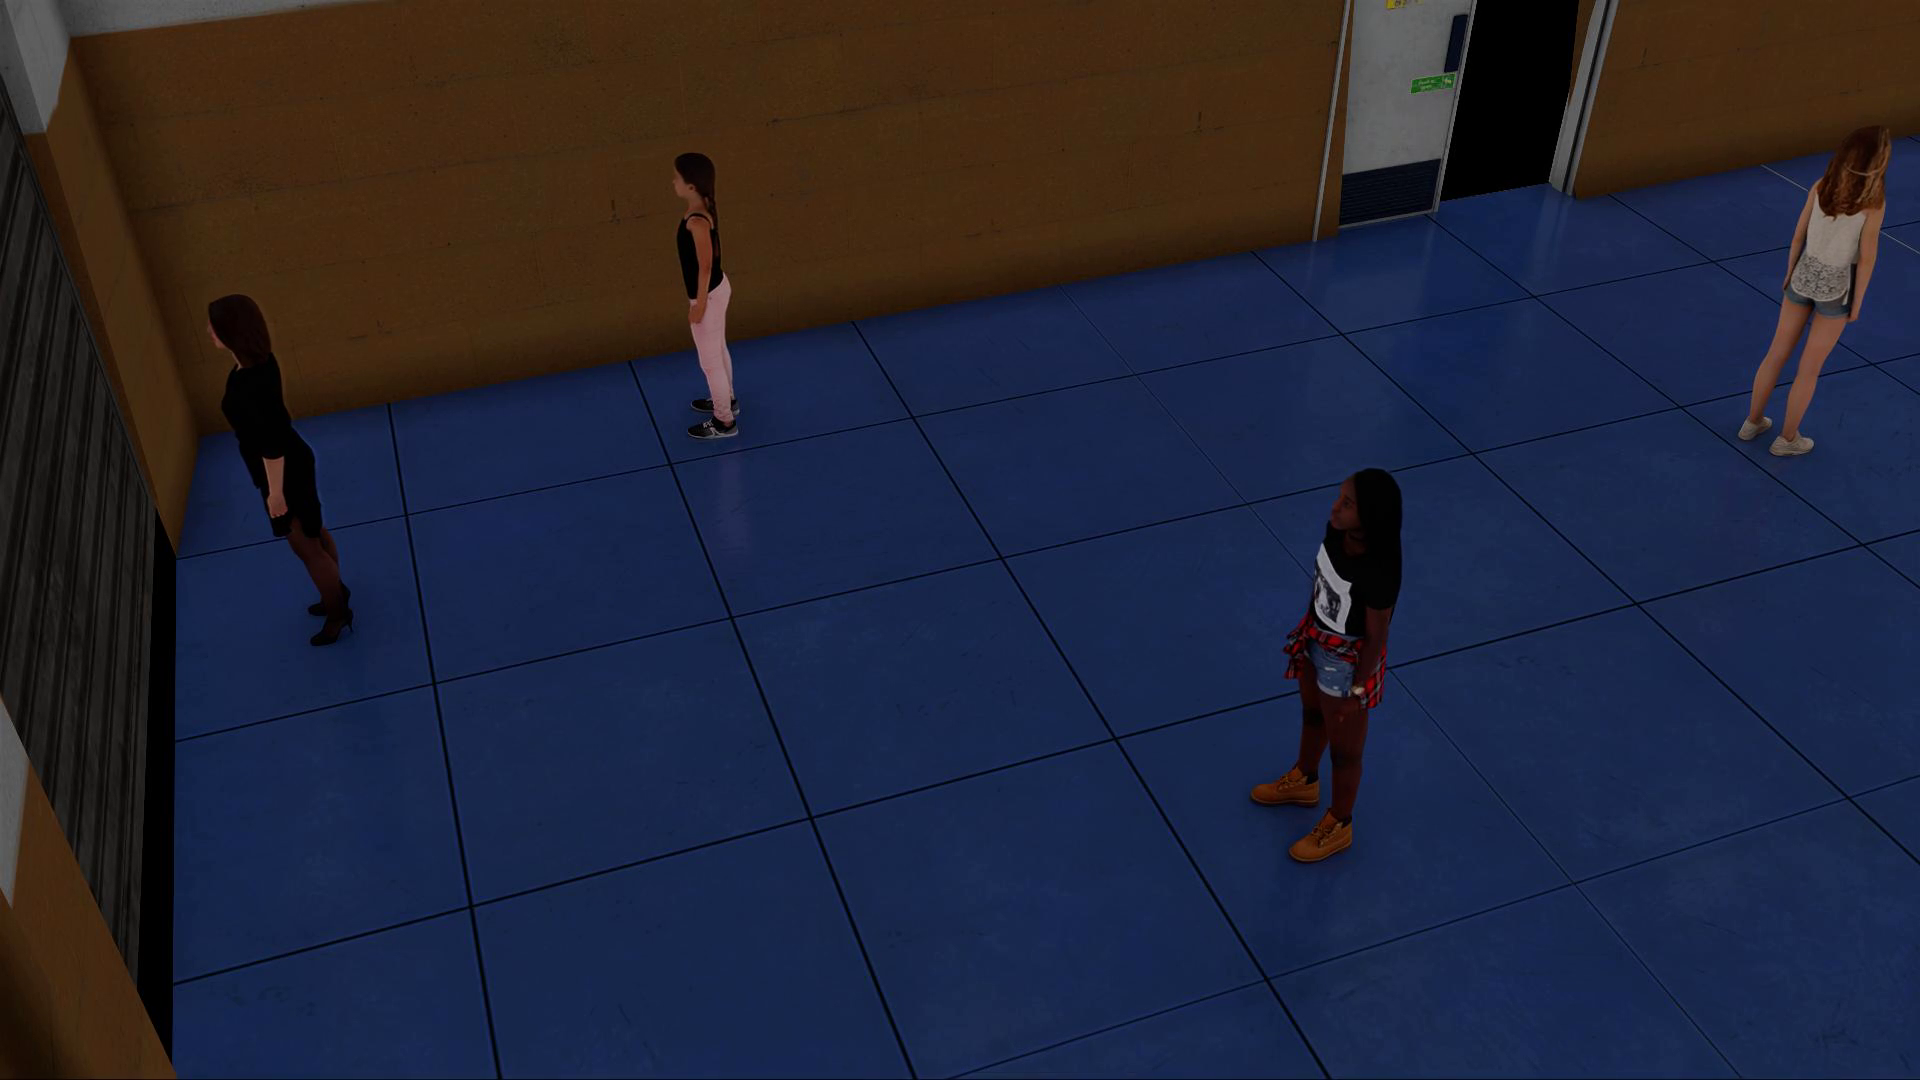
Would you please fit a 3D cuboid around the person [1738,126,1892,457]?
[{"bbox_3d":[4.292,-1.231,8.323,0.672,1.759,0.513,-20,41,-25],"label":"person"}]

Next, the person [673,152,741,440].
[{"bbox_3d":[-1.297,-1.250,8.511,0.655,1.565,0.541,0,37,0],"label":"person"}]

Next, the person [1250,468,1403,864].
[{"bbox_3d":[1.394,0.452,6.107,0.687,1.728,0.548,-9,38,-12],"label":"person"}]

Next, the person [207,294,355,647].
[{"bbox_3d":[-2.877,-0.282,7.091,0.654,1.705,0.440,-10,38,-13],"label":"person"}]
